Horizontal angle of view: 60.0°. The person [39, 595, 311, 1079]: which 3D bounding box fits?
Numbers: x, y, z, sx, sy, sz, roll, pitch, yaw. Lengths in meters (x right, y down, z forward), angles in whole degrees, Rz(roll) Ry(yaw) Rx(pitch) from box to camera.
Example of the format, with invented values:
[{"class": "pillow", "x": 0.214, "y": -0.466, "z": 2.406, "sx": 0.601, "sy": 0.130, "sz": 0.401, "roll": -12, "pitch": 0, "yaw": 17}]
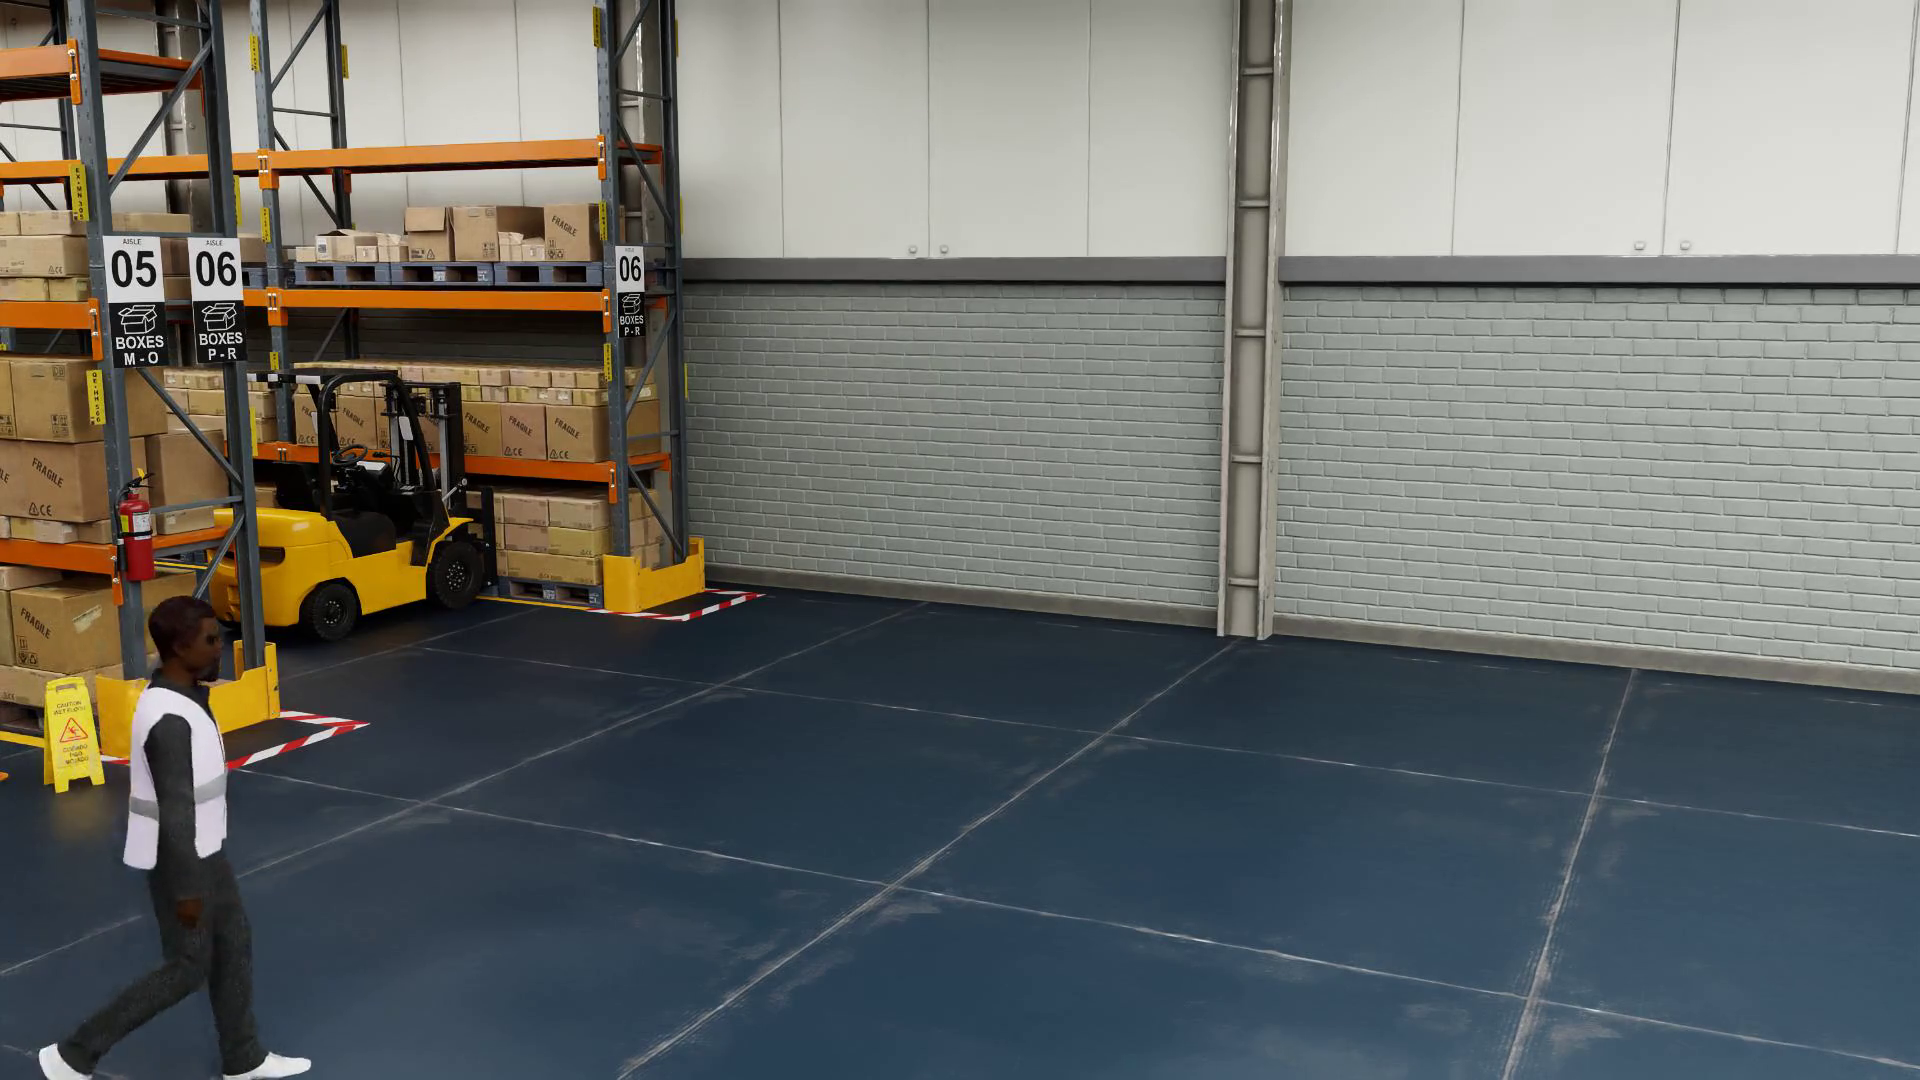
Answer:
[{"class": "person", "x": -2.851, "y": 1.133, "z": 5.957, "sx": 0.801, "sy": 1.897, "sz": 0.599, "roll": -4, "pitch": 10, "yaw": -22}]
